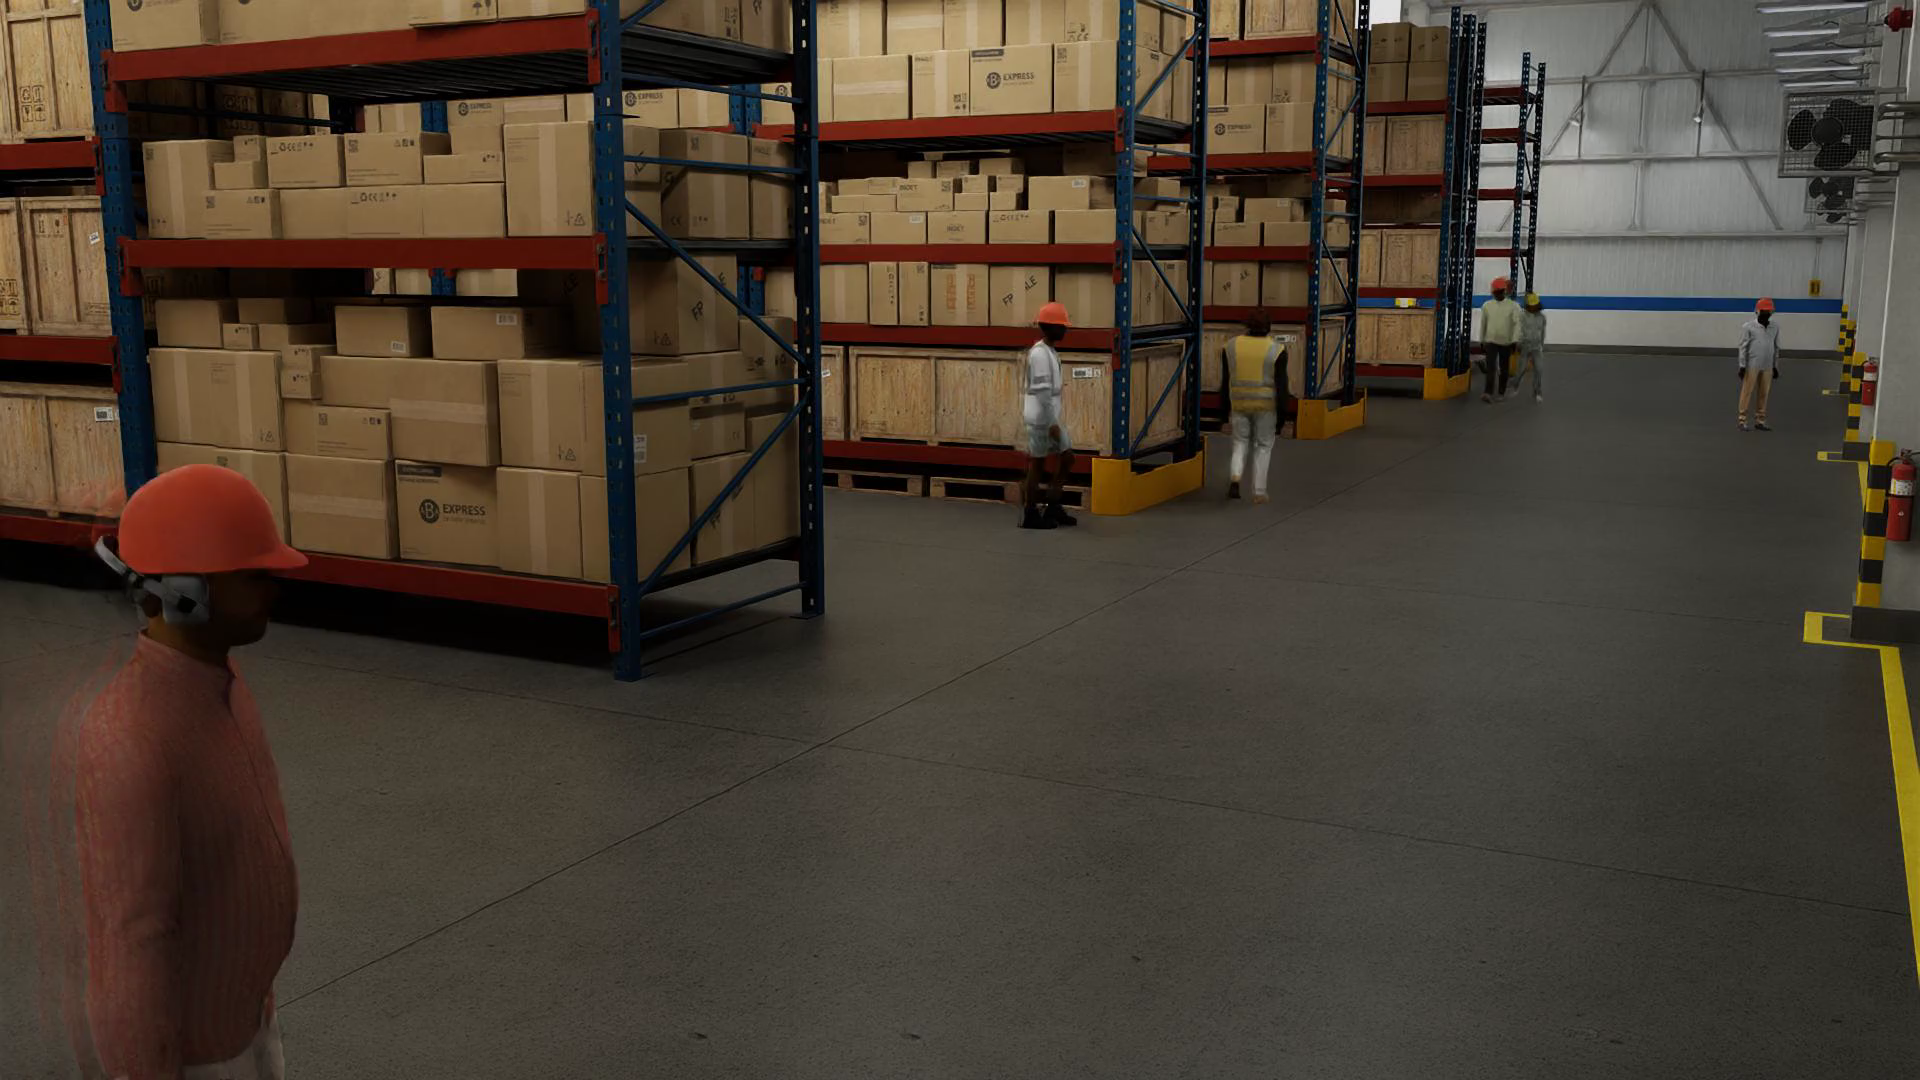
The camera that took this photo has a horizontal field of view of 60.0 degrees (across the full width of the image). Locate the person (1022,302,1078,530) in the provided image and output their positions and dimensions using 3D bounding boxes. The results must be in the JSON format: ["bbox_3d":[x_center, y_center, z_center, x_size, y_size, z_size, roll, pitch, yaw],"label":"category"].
[{"bbox_3d":[0.791,-1.024,13.985,0.601,1.917,0.567,3,10,18],"label":"person"}]

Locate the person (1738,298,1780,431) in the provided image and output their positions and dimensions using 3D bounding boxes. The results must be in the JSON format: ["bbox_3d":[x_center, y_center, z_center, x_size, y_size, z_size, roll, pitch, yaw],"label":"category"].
[{"bbox_3d":[10.480,-2.293,21.797,0.589,1.745,0.354,-2,10,-10],"label":"person"}]

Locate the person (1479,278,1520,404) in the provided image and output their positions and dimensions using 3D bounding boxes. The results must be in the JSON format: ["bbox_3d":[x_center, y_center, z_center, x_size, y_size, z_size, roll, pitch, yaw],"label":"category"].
[{"bbox_3d":[8.327,-3.069,25.756,0.628,1.925,1.034,5,11,25],"label":"person"}]

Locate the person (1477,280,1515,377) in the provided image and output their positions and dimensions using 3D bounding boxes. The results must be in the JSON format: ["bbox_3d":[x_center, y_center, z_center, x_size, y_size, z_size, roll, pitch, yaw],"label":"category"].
[{"bbox_3d":[10.137,-3.964,31.266,0.627,1.821,0.603,1,10,7],"label":"person"}]

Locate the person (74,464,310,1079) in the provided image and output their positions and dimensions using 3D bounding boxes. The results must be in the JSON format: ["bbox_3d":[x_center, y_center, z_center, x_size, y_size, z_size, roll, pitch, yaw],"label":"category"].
[{"bbox_3d":[-1.450,0.842,2.997,0.716,1.975,0.623,-2,10,-10],"label":"person"}]

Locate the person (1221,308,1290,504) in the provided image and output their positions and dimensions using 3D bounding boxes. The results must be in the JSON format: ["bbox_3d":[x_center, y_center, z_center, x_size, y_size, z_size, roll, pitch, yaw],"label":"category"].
[{"bbox_3d":[2.734,-1.229,15.411,0.645,1.823,0.460,5,11,27],"label":"person"}]

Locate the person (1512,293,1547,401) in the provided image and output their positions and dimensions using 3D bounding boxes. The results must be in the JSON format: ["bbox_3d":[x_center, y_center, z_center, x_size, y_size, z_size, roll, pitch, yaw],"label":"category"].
[{"bbox_3d":[9.051,-3.075,26.429,0.488,1.708,0.699,0,10,-2],"label":"person"}]
